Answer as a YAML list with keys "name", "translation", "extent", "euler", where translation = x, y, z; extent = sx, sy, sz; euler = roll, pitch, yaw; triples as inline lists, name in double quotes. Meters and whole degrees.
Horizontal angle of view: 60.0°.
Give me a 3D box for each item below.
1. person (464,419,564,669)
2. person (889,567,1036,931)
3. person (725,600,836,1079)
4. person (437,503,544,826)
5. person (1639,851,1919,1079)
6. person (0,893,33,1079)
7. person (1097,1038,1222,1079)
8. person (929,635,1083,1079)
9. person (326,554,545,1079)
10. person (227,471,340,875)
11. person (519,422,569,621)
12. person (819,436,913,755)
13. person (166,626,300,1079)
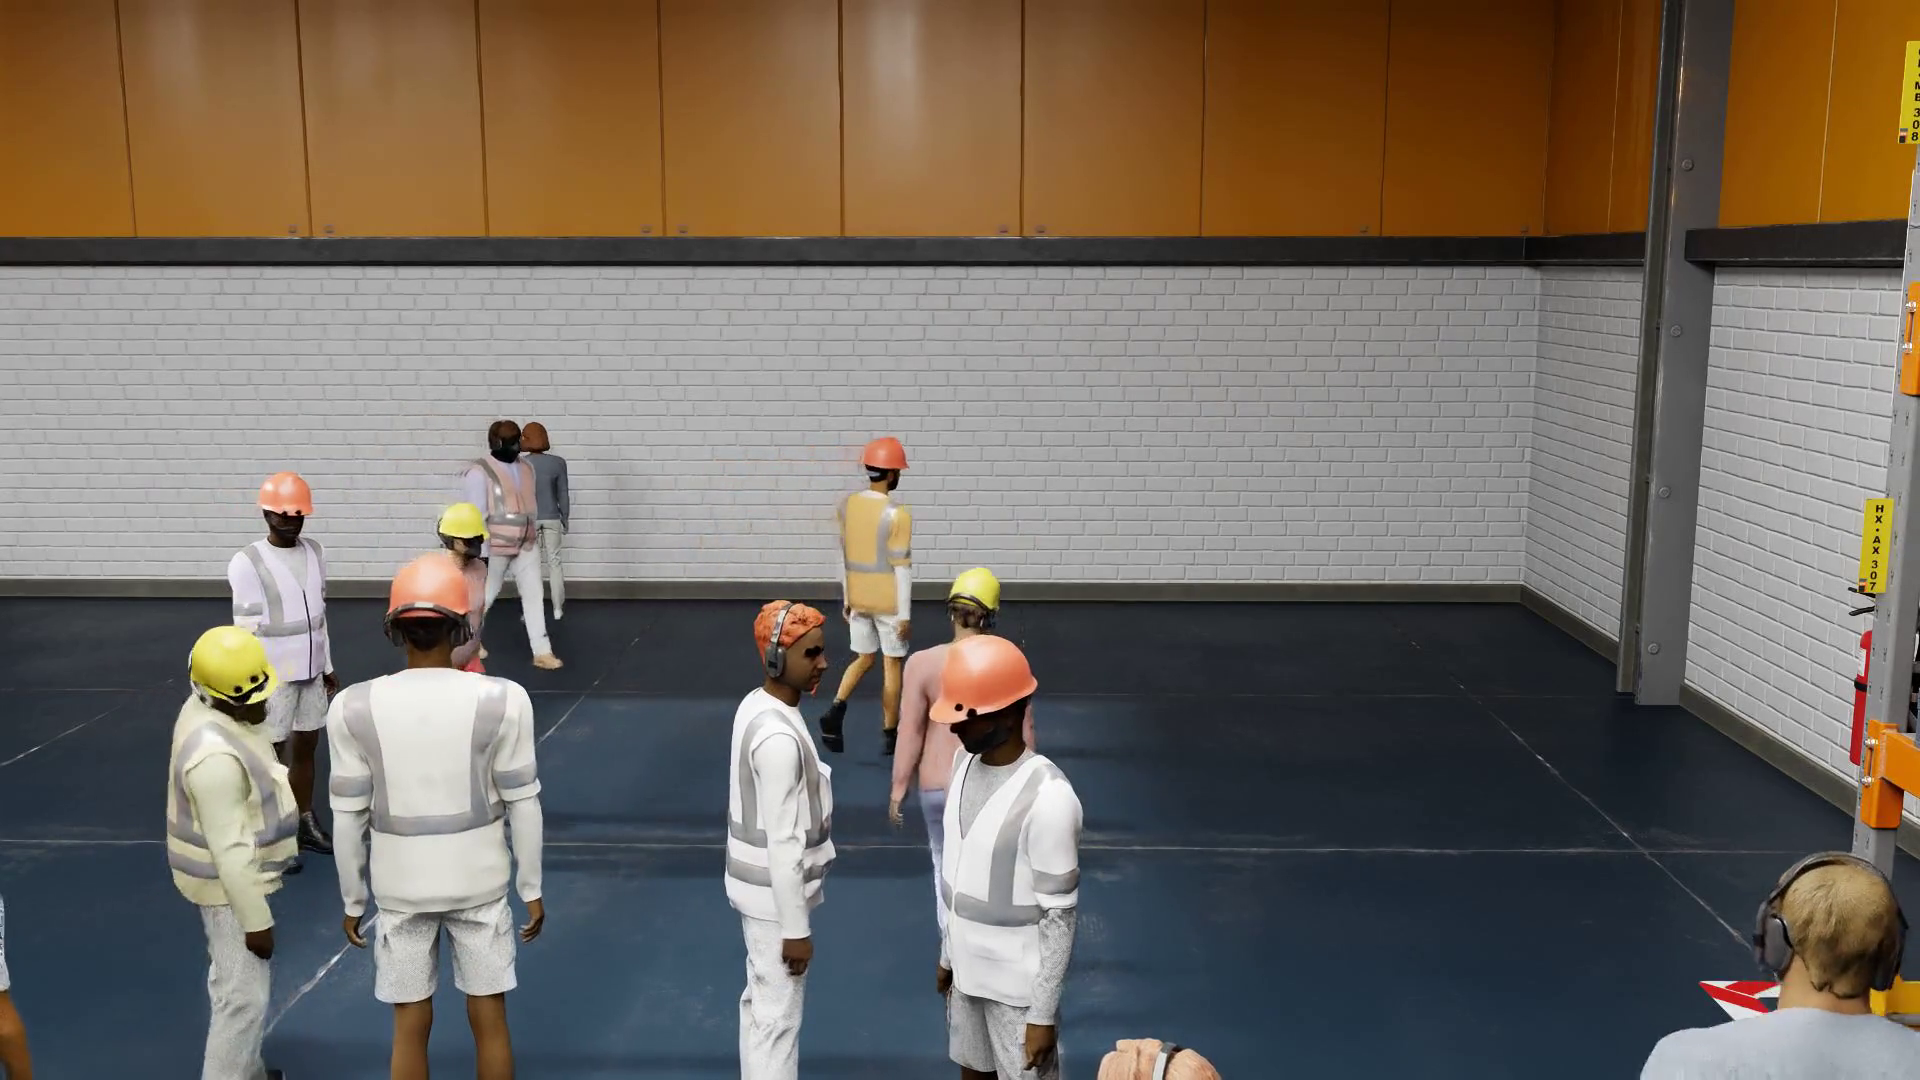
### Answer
- name: "person"
  translation: [-3.320, 0.019, 12.059]
  extent: [0.936, 1.807, 0.629]
  euler: [6, 11, 33]
- name: "person"
  translation: [0.010, 0.974, 6.638]
  extent: [0.579, 1.707, 0.893]
  euler: [1, 10, 4]
- name: "person"
  translation: [-0.556, 1.120, 5.237]
  extent: [0.362, 1.883, 0.576]
  euler: [-2, 10, -11]
- name: "person"
  translation: [-2.593, 0.648, 8.571]
  extent: [0.878, 1.702, 0.514]
  euler: [5, 11, 28]
- name: "person"
  translation: [1.474, 1.512, 2.832]
  extent: [0.650, 1.910, 0.661]
  euler: [0, 9, -2]
- name: "person"
  translation: [-2.388, 1.370, 3.819]
  extent: [0.588, 1.855, 0.539]
  euler: [-3, 10, -15]
- name: "person"
  translation: [0.343, 1.638, 2.861]
  extent: [0.307, 1.641, 0.514]
  euler: [3, 10, 16]
- name: "person"
  translation: [0.091, 1.201, 4.617]
  extent: [0.373, 1.928, 0.543]
  euler: [-6, 11, -32]
- name: "person"
  translation: [-1.600, 1.055, 5.151]
  extent: [0.614, 2.038, 0.396]
  euler: [-2, 10, -10]
- name: "person"
  translation: [-3.221, 0.627, 8.034]
  extent: [0.373, 1.933, 0.550]
  euler: [4, 10, 24]
- name: "person"
  translation: [-3.428, -0.140, 13.563]
  extent: [0.530, 1.639, 0.336]
  euler: [-5, 11, -28]
- name: "person"
  translation: [-0.524, 0.354, 9.721]
  extent: [0.565, 1.918, 0.630]
  euler: [7, 12, 36]
- name: "person"
  translation: [-2.392, 1.128, 5.512]
  extent: [0.406, 1.780, 0.666]
  euler: [-4, 10, -25]
